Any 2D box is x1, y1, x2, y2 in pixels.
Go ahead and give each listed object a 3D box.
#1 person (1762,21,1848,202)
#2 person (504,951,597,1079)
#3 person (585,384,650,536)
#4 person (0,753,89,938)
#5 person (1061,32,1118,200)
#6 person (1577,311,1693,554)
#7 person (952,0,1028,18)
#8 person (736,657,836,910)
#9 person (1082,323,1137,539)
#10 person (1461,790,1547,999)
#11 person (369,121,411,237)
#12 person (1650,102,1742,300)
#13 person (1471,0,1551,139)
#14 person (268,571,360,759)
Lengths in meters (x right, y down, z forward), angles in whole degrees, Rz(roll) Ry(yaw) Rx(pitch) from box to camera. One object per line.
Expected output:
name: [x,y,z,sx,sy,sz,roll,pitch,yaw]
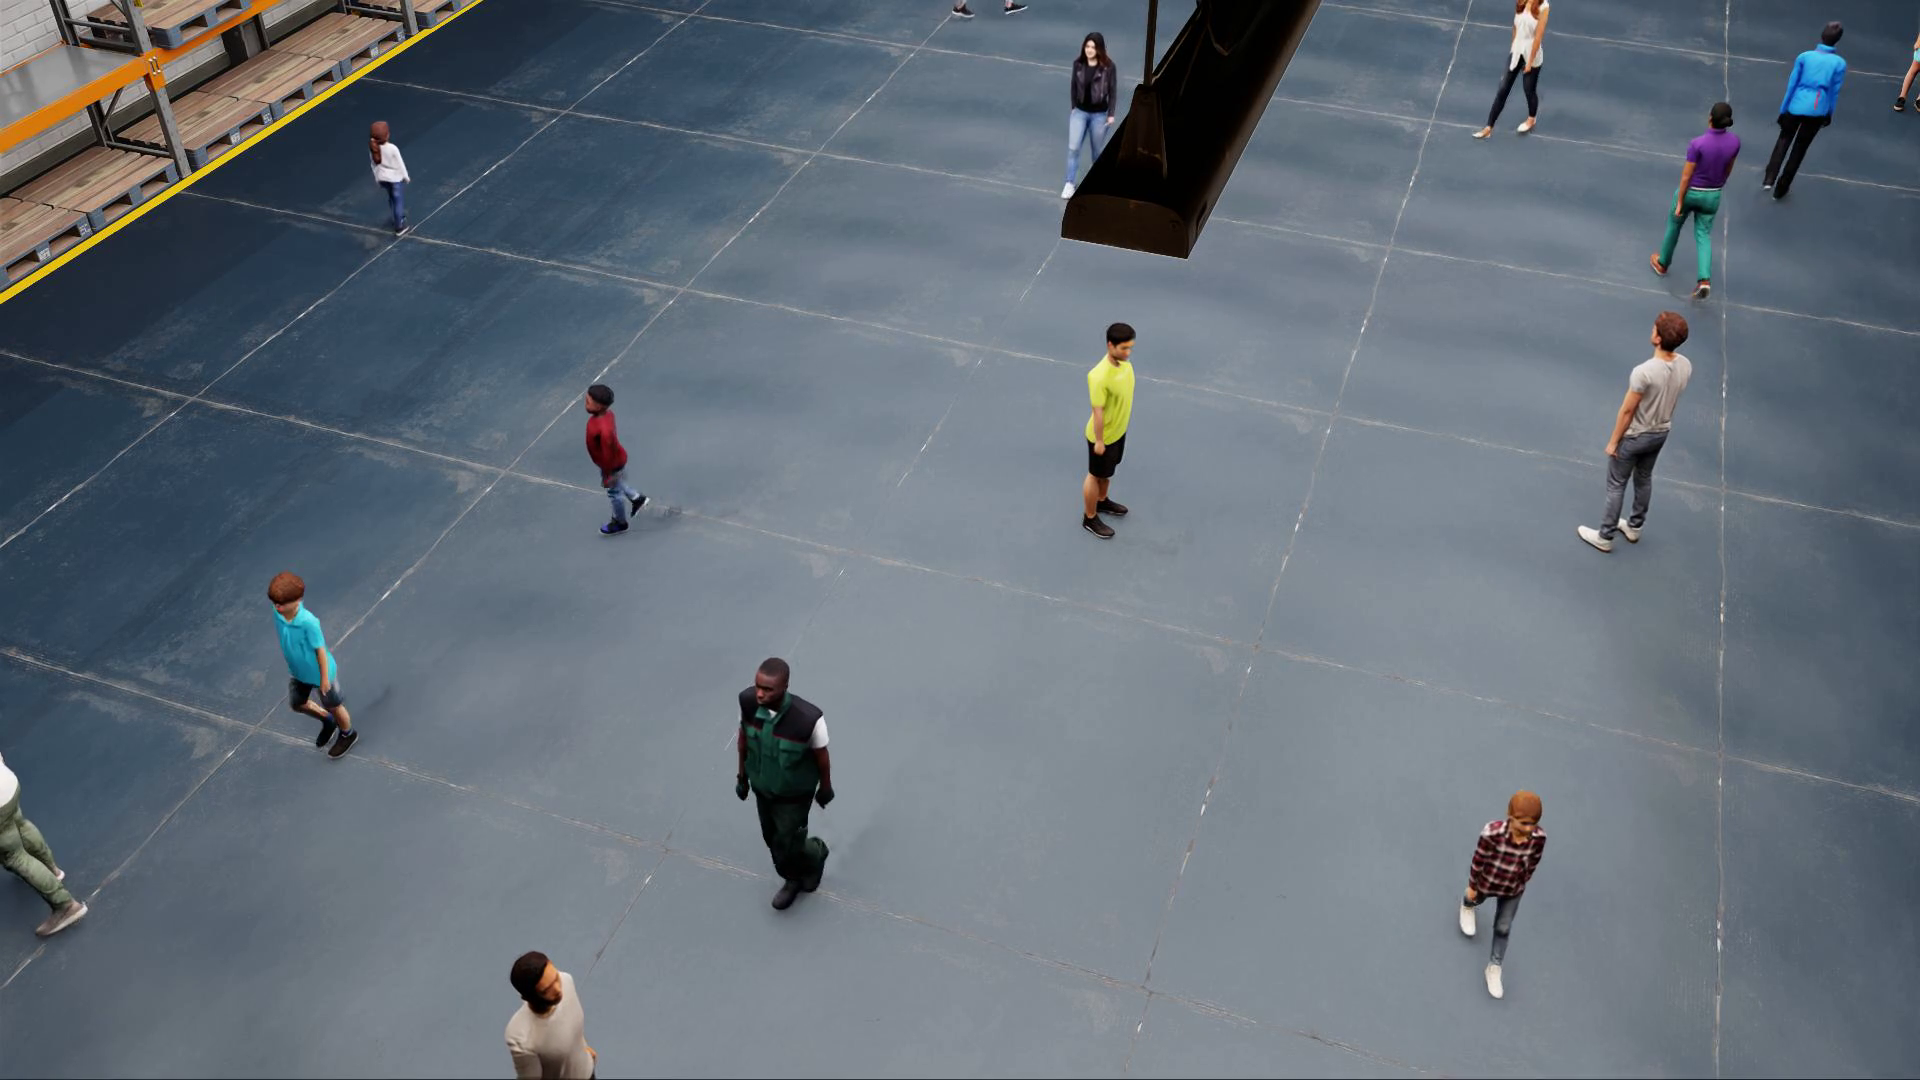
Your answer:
person: [8.130,-4.089,16.030,0.680,1.781,0.675,25,45,28]
person: [-1.877,2.519,7.731,0.724,1.811,0.514,9,39,11]
person: [-2.476,-0.594,12.082,0.717,1.246,0.667,-10,40,-12]
person: [-5.357,1.427,9.234,1.017,1.642,0.913,-7,39,-9]
person: [1.314,-4.188,16.291,0.667,1.610,0.930,11,40,14]
person: [4.824,-0.750,11.760,0.710,1.892,0.770,-16,41,-19]
person: [0.218,-7.017,19.778,0.861,1.679,1.130,0,39,0]
person: [-0.936,1.305,9.238,0.753,1.828,0.783,20,43,23]
person: [1.057,-0.825,12.003,0.710,1.706,0.518,18,42,21]
person: [2.919,1.790,9.072,0.647,1.277,0.933,4,39,5]
person: [-5.415,-3.411,15.727,0.461,1.100,0.566,11,40,13]
person: [6.563,-2.974,14.665,0.884,1.742,1.230,0,39,0]
person: [5.908,-4.989,17.190,1.183,1.740,1.028,-22,44,-25]
person: [-3.961,0.728,10.271,0.560,1.440,0.552,18,42,21]
